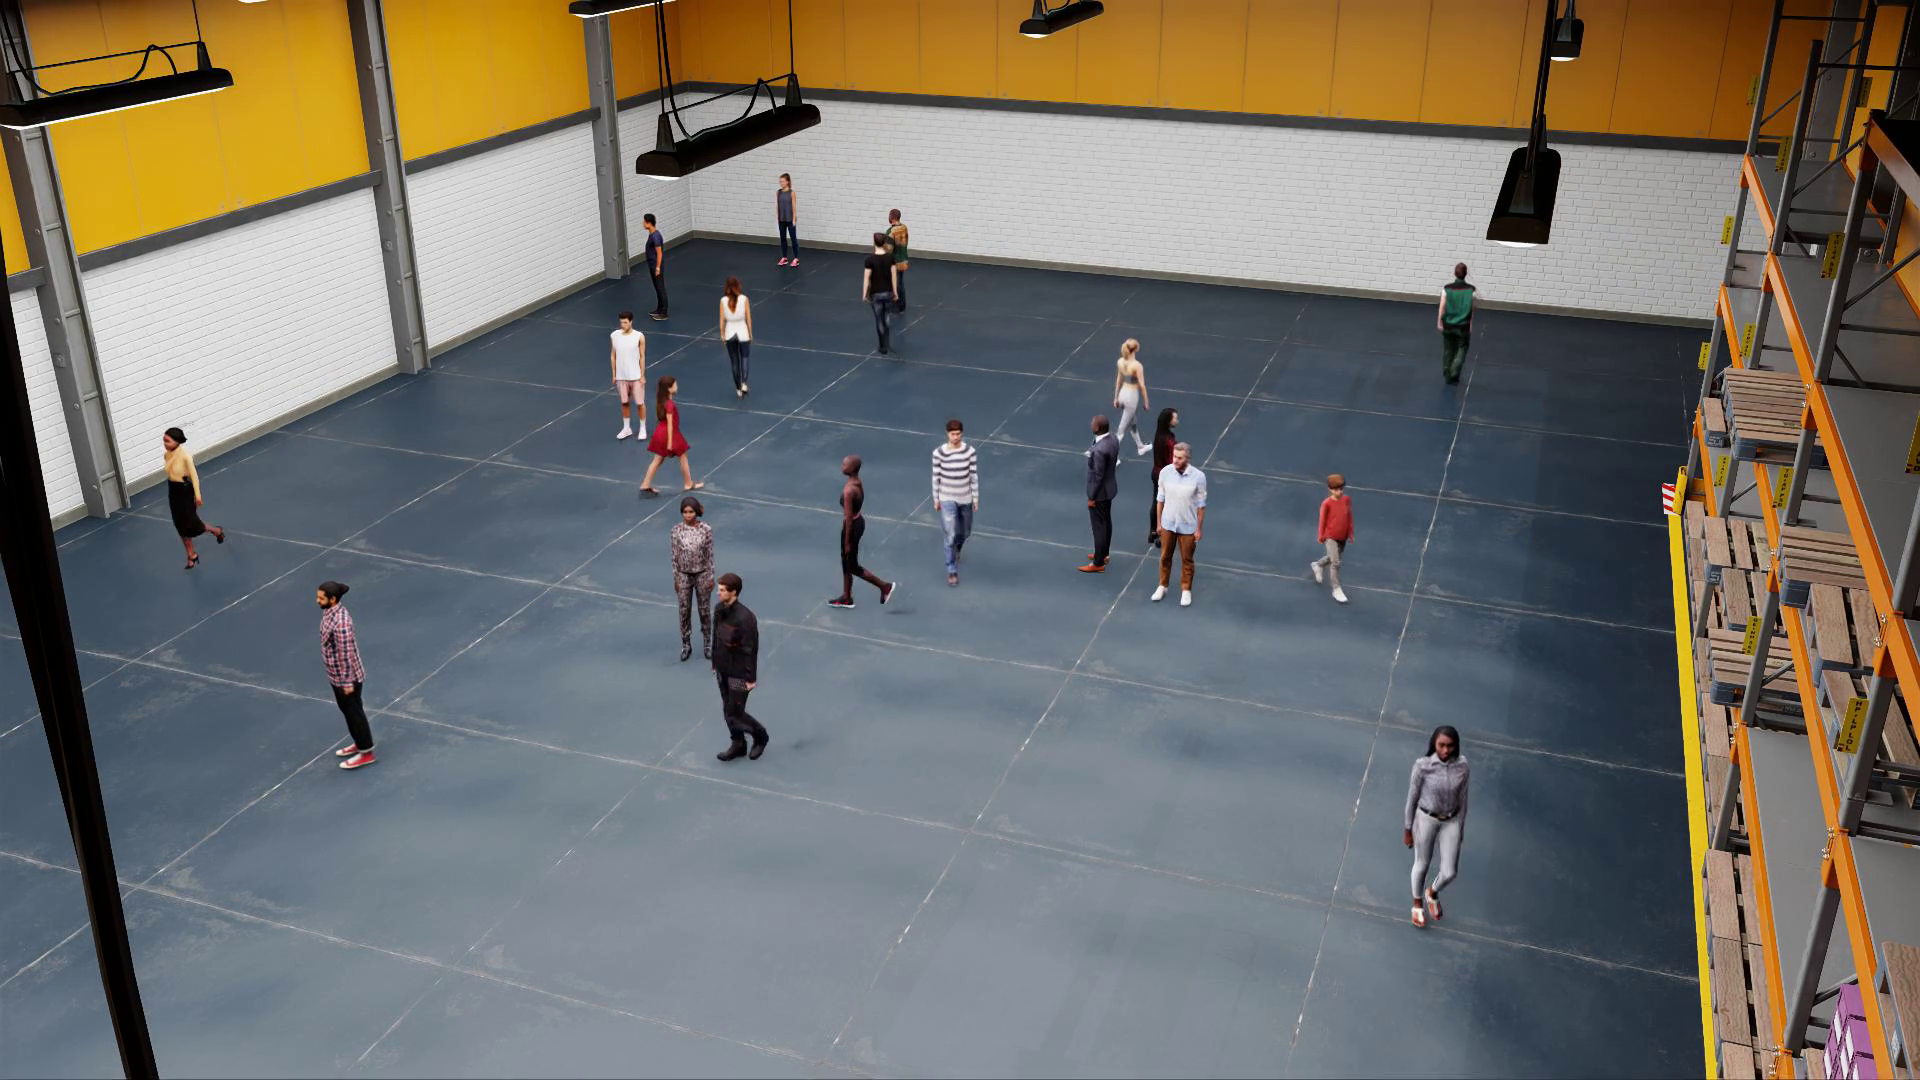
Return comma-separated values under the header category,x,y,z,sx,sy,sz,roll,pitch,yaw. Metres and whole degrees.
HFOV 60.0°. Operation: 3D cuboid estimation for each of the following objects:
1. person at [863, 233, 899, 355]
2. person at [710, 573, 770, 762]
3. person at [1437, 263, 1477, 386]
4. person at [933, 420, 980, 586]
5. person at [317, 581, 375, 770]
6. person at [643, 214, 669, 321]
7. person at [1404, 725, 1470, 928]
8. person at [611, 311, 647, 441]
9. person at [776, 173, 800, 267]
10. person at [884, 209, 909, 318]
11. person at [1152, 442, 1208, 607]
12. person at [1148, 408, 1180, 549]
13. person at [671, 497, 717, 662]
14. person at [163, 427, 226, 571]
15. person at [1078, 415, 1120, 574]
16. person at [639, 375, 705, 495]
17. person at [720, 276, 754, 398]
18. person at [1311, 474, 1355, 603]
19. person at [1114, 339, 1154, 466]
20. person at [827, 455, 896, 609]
category,x,y,z,sx,sy,sz,roll,pitch,yaw
person,-1.198,-3.818,25.914,0.873,1.886,0.927,-8,25,-18
person,-1.906,1.119,14.687,0.893,1.831,0.871,-18,30,-36
person,7.303,-3.154,24.459,0.665,1.834,0.701,8,25,17
person,-0.053,-0.472,18.335,0.965,1.825,1.169,-3,24,-7
person,-5.426,1.165,14.673,0.799,1.759,0.778,-16,28,-32
person,-5.059,-4.579,27.783,0.777,1.783,0.693,-8,25,-18
person,3.578,2.115,12.556,0.687,1.713,0.690,2,24,4
person,-4.443,-2.234,22.418,0.672,1.784,0.624,4,24,9
person,-3.227,-5.992,31.090,0.562,1.724,0.535,10,25,21
person,-1.072,-4.670,27.960,0.807,1.808,0.661,14,27,28
person,2.338,-0.195,17.703,0.682,1.824,0.539,9,25,19
person,2.334,-0.717,19.110,0.719,1.653,0.641,-8,25,-18
person,-2.642,0.380,16.545,0.658,1.699,0.679,-1,24,-3
person,-8.614,-0.483,18.593,0.602,1.638,0.811,10,26,23
person,1.571,-0.535,18.478,0.750,1.825,0.536,9,25,21
person,-3.684,-1.271,20.541,1.072,1.522,0.941,-13,27,-28
person,-3.210,-2.899,23.947,0.709,1.777,0.721,-3,24,-7
person,4.016,-0.073,17.966,0.901,1.389,0.952,-11,26,-24
person,2.122,-1.738,21.444,1.206,1.655,0.976,-18,30,-36
person,-1.040,-0.058,17.495,0.794,1.740,0.975,3,24,6
